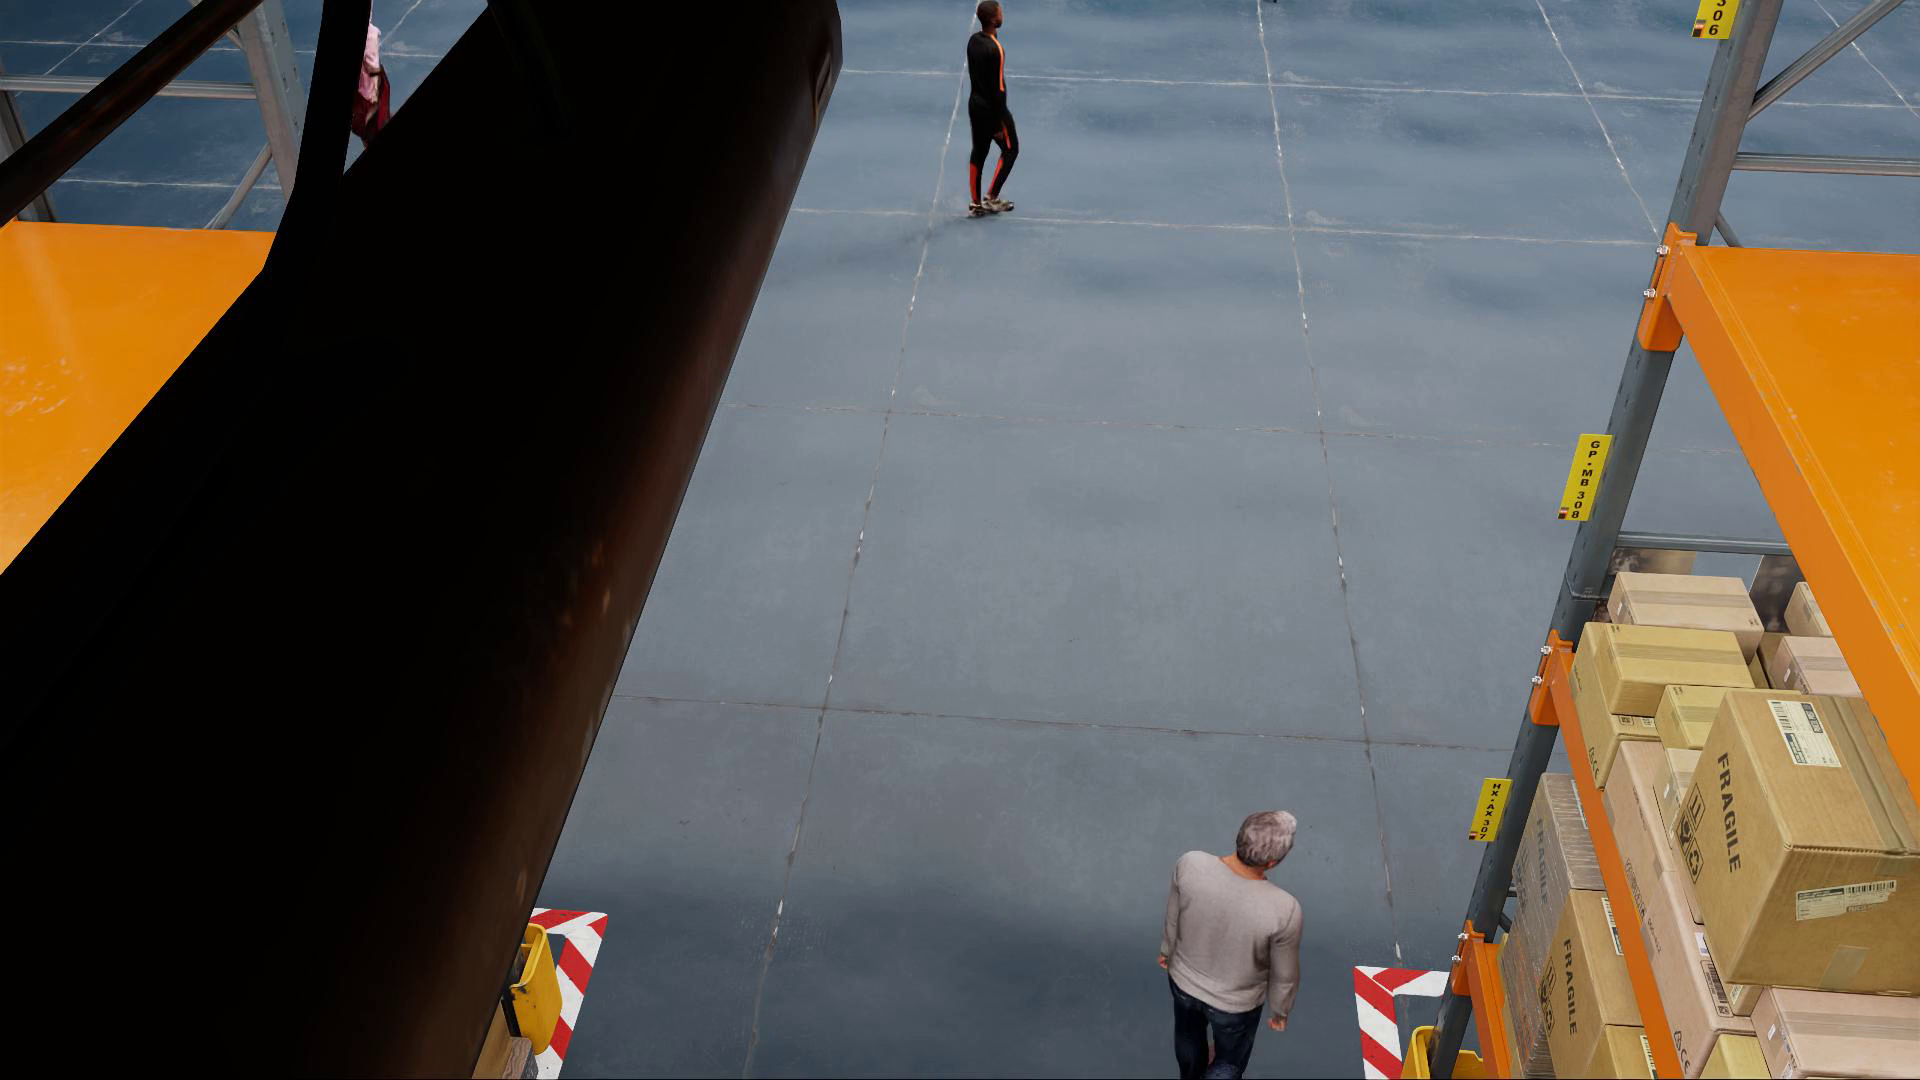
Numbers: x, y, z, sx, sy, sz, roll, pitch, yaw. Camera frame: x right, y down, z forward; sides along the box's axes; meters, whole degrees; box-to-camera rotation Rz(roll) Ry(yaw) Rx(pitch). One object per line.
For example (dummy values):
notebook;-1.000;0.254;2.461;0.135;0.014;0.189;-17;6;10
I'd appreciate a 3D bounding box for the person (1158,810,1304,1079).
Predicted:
person;1.004;1.835;6.629;1.041;1.877;1.203;18;42;22

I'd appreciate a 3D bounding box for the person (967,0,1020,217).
person;0.155;-3.441;13.434;0.842;1.801;0.763;-22;43;-25
